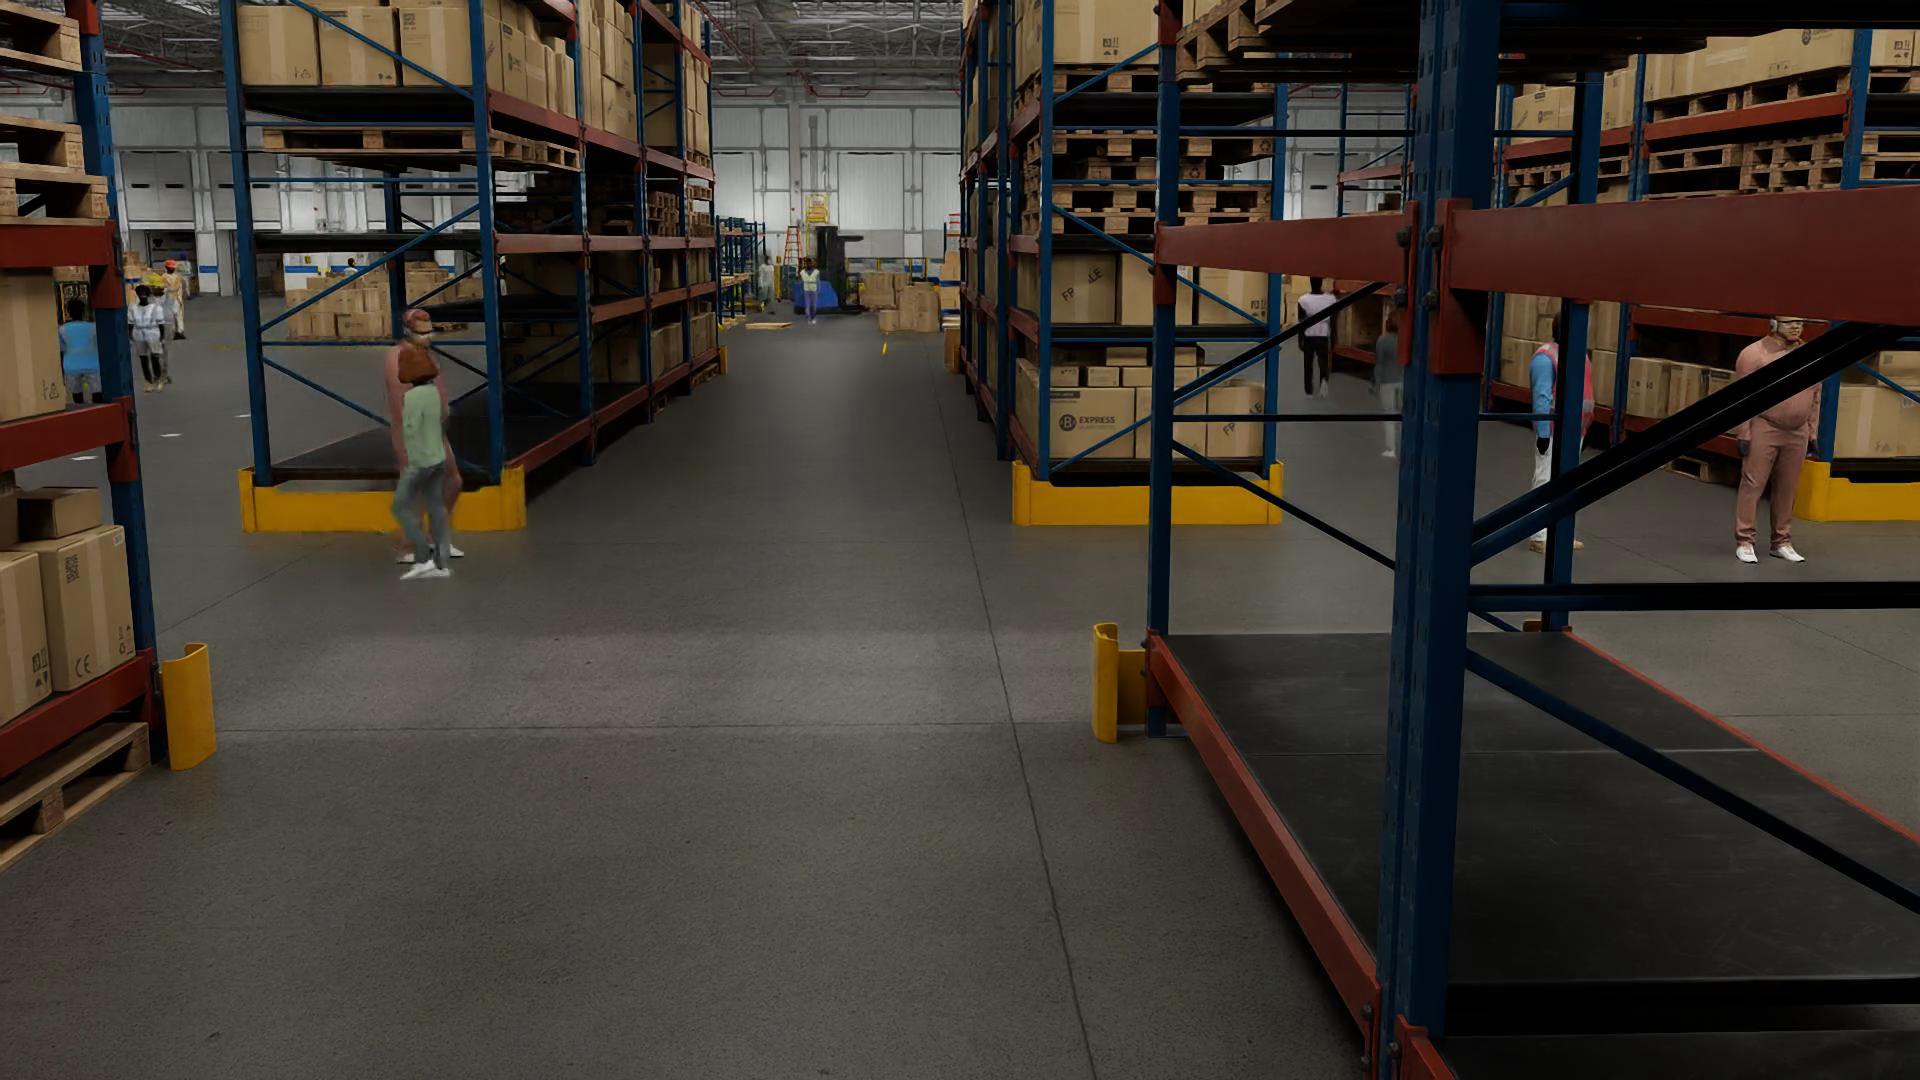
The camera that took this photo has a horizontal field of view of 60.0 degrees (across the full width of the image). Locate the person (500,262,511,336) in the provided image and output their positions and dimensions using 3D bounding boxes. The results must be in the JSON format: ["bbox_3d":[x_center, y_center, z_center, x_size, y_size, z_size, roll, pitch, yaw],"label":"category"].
[{"bbox_3d":[-8.702,-4.391,32.126,0.603,1.967,0.366,1,10,3],"label":"person"}]

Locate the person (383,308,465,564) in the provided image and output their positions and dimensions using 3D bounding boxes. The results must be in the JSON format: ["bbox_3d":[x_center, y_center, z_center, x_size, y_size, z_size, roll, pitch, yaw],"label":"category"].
[{"bbox_3d":[-3.856,-0.727,12.000,0.520,1.872,0.666,1,10,5],"label":"person"}]

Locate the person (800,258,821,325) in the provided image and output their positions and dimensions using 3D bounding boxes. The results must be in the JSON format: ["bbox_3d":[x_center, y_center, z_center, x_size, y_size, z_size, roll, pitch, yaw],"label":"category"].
[{"bbox_3d":[-4.246,-7.057,47.204,0.592,1.895,0.853,0,10,-3],"label":"person"}]

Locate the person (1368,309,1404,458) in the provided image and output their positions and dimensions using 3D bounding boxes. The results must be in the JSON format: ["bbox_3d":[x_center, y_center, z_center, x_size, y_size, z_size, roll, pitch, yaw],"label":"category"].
[{"bbox_3d":[4.710,-1.692,18.055,0.503,1.618,0.333,-1,10,-7],"label":"person"}]

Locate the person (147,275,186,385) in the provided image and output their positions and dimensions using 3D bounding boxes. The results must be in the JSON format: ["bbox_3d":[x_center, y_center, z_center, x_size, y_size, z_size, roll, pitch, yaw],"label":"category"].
[{"bbox_3d":[-13.062,-3.434,27.279,0.611,1.790,0.886,-9,14,-42],"label":"person"}]

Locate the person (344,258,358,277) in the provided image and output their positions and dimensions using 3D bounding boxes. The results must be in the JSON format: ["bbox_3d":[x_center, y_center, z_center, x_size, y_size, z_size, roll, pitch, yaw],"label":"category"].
[{"bbox_3d":[-18.187,-7.499,49.758,0.500,1.861,0.328,3,11,17],"label":"person"}]

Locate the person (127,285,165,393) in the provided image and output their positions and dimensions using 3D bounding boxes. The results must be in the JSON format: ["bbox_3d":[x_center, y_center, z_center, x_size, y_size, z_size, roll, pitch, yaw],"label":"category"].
[{"bbox_3d":[-12.603,-3.099,25.711,0.546,1.674,0.622,-2,10,-11],"label":"person"}]

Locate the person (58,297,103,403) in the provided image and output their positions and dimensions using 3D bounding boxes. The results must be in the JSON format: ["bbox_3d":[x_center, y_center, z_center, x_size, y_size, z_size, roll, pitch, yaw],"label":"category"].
[{"bbox_3d":[-10.429,-2.034,19.735,0.553,1.687,0.353,-5,11,-26],"label":"person"}]

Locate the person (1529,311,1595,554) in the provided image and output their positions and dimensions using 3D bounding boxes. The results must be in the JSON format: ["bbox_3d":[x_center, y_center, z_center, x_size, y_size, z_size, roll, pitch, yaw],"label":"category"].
[{"bbox_3d":[4.542,-0.813,12.546,0.627,1.844,0.429,-9,13,-40],"label":"person"}]

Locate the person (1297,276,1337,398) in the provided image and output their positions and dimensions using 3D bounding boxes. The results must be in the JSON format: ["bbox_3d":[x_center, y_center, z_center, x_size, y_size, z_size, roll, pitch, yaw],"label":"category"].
[{"bbox_3d":[5.327,-3.050,24.839,0.600,1.904,0.719,0,10,2],"label":"person"}]

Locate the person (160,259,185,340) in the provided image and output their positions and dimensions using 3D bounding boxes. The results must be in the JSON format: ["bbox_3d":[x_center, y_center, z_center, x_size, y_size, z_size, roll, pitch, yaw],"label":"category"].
[{"bbox_3d":[-18.864,-5.753,39.837,0.384,1.929,0.539,3,11,17],"label":"person"}]

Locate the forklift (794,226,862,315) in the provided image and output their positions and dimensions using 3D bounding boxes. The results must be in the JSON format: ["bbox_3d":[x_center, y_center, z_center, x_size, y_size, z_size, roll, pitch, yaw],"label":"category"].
[{"bbox_3d":[-4.196,-8.477,52.345,1.873,2.768,1.129,-6,12,-30],"label":"forklift"}]

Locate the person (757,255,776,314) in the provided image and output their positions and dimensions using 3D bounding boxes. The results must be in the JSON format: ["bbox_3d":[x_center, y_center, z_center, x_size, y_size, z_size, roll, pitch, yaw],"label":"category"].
[{"bbox_3d":[-6.258,-8.259,53.814,0.754,1.921,0.641,10,14,44],"label":"person"}]

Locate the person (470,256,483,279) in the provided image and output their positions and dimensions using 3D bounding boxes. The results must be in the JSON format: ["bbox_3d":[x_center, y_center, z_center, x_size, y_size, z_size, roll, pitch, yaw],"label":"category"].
[{"bbox_3d":[-17.555,-9.433,60.629,0.478,1.824,0.627,5,11,27],"label":"person"}]

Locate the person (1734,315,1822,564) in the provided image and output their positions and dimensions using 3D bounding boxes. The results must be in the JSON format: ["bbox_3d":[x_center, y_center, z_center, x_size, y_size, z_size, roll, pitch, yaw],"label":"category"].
[{"bbox_3d":[5.986,-0.778,12.168,0.647,1.908,0.409,-1,10,-6],"label":"person"}]

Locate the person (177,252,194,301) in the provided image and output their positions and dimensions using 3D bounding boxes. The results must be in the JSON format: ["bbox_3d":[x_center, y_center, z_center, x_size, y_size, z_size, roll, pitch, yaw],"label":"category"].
[{"bbox_3d":[-30.973,-10.526,66.413,0.814,1.927,0.607,4,11,22],"label":"person"}]

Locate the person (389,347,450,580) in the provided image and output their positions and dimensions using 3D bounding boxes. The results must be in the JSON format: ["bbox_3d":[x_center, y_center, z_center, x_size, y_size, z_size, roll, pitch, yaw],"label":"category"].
[{"bbox_3d":[-3.757,-0.517,11.494,0.439,1.618,0.529,1,10,4],"label":"person"}]
